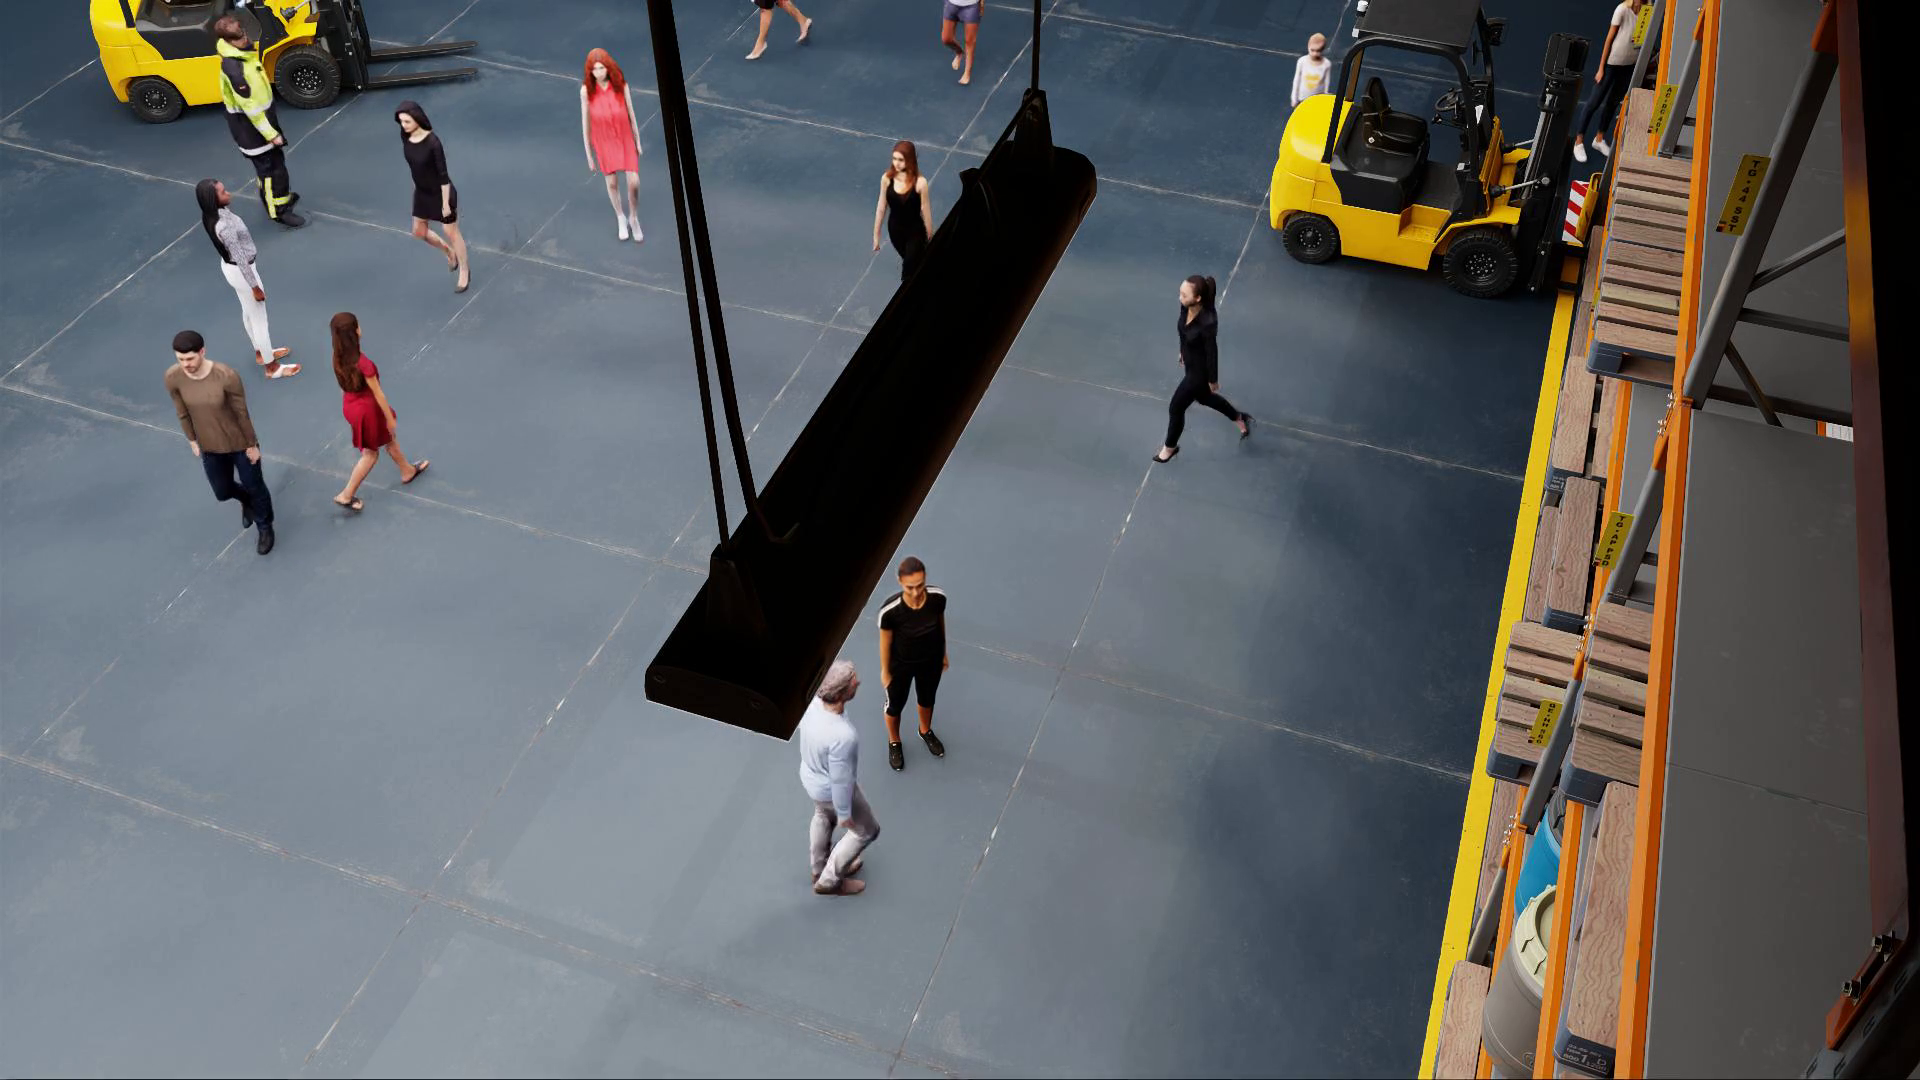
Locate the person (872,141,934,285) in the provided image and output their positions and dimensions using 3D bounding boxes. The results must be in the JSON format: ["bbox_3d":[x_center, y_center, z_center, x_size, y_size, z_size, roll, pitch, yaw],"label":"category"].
[{"bbox_3d":[-0.377,-2.472,13.366,0.711,1.679,1.181,21,48,21],"label":"person"}]

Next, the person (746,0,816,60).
[{"bbox_3d":[-1.823,-5.724,16.747,1.118,1.723,1.058,-17,46,-17],"label":"person"}]

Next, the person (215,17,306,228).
[{"bbox_3d":[-6.110,-3.616,14.371,0.984,1.950,0.854,-20,47,-19],"label":"person"}]

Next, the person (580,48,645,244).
[{"bbox_3d":[-2.967,-3.401,14.245,0.750,1.811,0.789,-9,44,-10],"label":"person"}]

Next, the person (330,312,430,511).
[{"bbox_3d":[-4.272,-0.868,11.802,0.724,1.515,1.067,28,50,26],"label":"person"}]

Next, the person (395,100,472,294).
[{"bbox_3d":[-4.247,-2.851,13.681,0.672,1.793,0.694,25,49,24],"label":"person"}]

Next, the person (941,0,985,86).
[{"bbox_3d":[0.056,-5.326,16.407,0.572,1.617,0.623,13,45,14],"label":"person"}]

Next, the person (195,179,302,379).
[{"bbox_3d":[-5.551,-2.040,12.879,0.706,1.725,0.673,-24,49,-23],"label":"person"}]

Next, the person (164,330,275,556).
[{"bbox_3d":[-5.002,-0.737,11.405,0.814,1.872,0.875,-3,44,-4],"label":"person"}]

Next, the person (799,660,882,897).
[{"bbox_3d":[-0.790,1.365,9.196,0.877,1.876,0.818,-20,47,-20],"label":"person"}]

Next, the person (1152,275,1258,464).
[{"bbox_3d":[1.804,-1.235,12.076,1.028,1.668,1.067,-12,45,-12],"label":"person"}]

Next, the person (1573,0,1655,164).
[{"bbox_3d":[6.025,-4.345,15.239,0.668,1.808,0.695,-13,45,-13],"label":"person"}]

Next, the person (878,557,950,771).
[{"bbox_3d":[-0.281,0.715,10.028,0.645,1.668,0.697,-16,46,-16],"label":"person"}]

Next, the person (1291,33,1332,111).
[{"bbox_3d":[3.231,-4.076,15.341,0.496,1.277,0.506,9,44,9],"label":"person"}]
